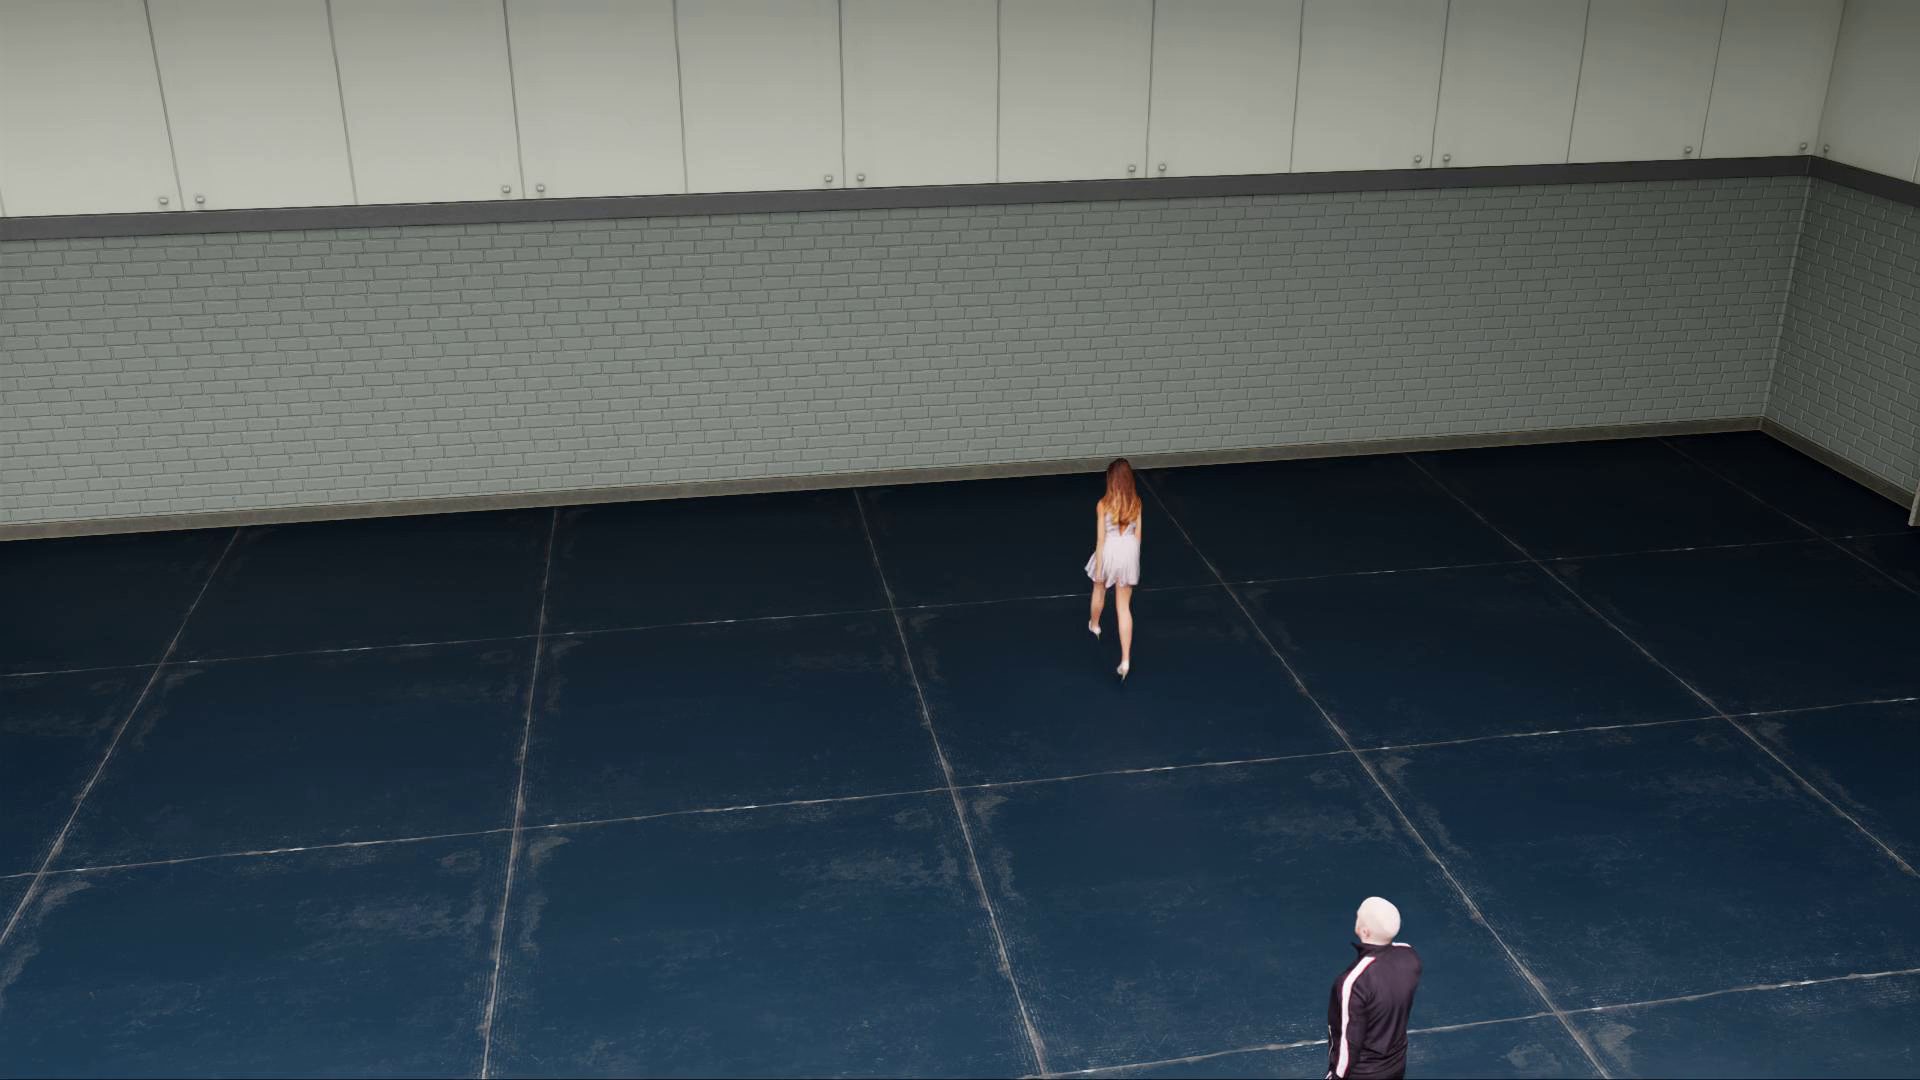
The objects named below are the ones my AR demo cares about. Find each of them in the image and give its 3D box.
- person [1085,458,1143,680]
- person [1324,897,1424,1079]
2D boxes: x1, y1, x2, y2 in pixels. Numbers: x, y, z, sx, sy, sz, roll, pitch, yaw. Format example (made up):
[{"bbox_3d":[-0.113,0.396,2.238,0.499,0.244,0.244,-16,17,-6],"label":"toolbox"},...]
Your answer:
[{"bbox_3d":[1.263,0.266,13.045,0.574,1.716,1.099,-4,23,-10],"label":"person"},{"bbox_3d":[1.896,2.463,7.728,0.768,1.835,0.759,-18,29,-36],"label":"person"}]
